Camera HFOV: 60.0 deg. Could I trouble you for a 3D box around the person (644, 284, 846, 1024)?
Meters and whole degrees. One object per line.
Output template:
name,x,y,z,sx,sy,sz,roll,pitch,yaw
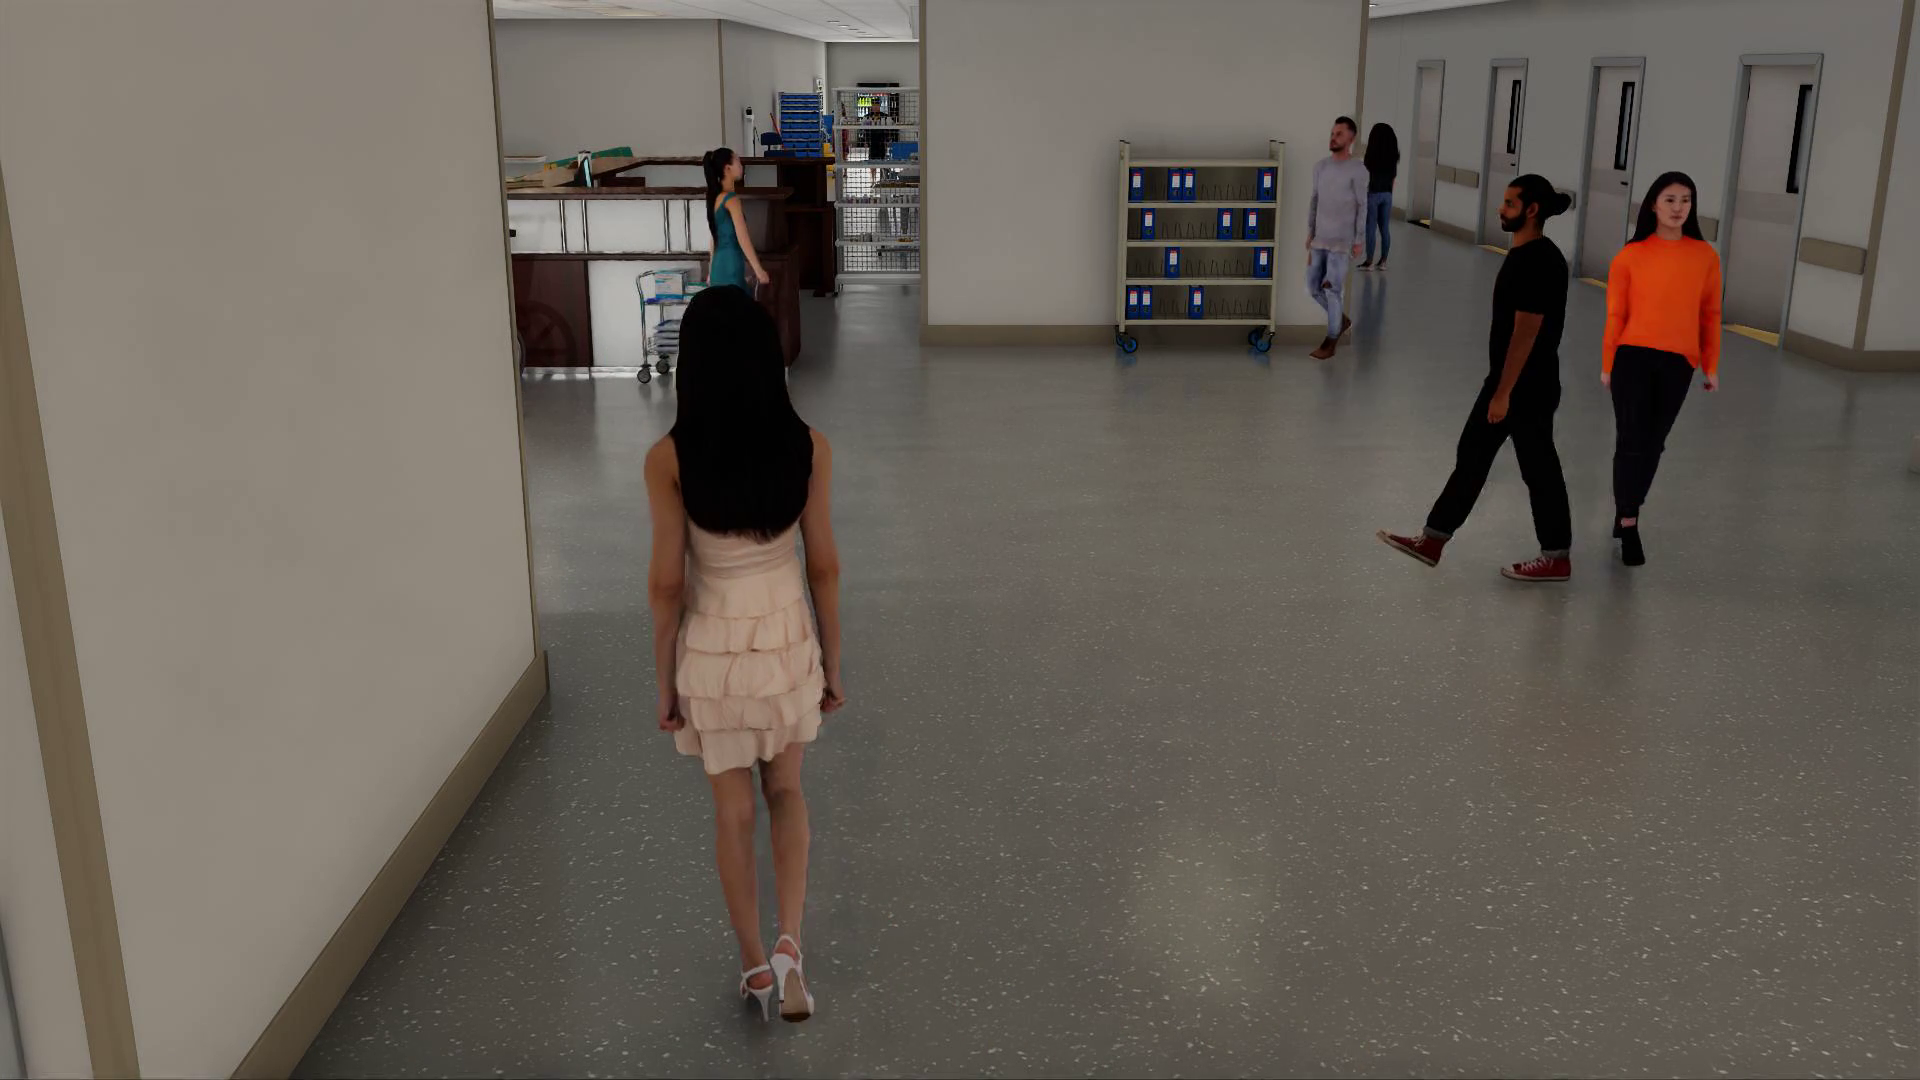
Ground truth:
person,-0.448,0.327,3.623,0.763,1.728,0.762,-5,16,-16

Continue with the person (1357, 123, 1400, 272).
person,4.664,-3.828,18.565,0.634,1.617,0.738,-5,17,-18

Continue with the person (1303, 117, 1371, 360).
person,2.934,-2.323,12.834,0.940,1.829,0.881,-12,19,-36

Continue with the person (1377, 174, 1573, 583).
person,2.467,-0.638,7.049,1.055,1.726,0.695,1,16,4

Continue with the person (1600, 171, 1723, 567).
person,3.125,-0.783,7.562,0.845,1.727,0.724,1,16,3

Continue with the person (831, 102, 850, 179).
person,-2.493,-8.354,34.730,0.608,1.556,0.665,4,16,14

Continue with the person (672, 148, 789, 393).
person,-1.614,-1.709,10.996,1.082,1.646,0.769,-6,17,-19

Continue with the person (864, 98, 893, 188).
person,-1.542,-7.524,31.572,0.565,1.671,0.747,1,16,3
